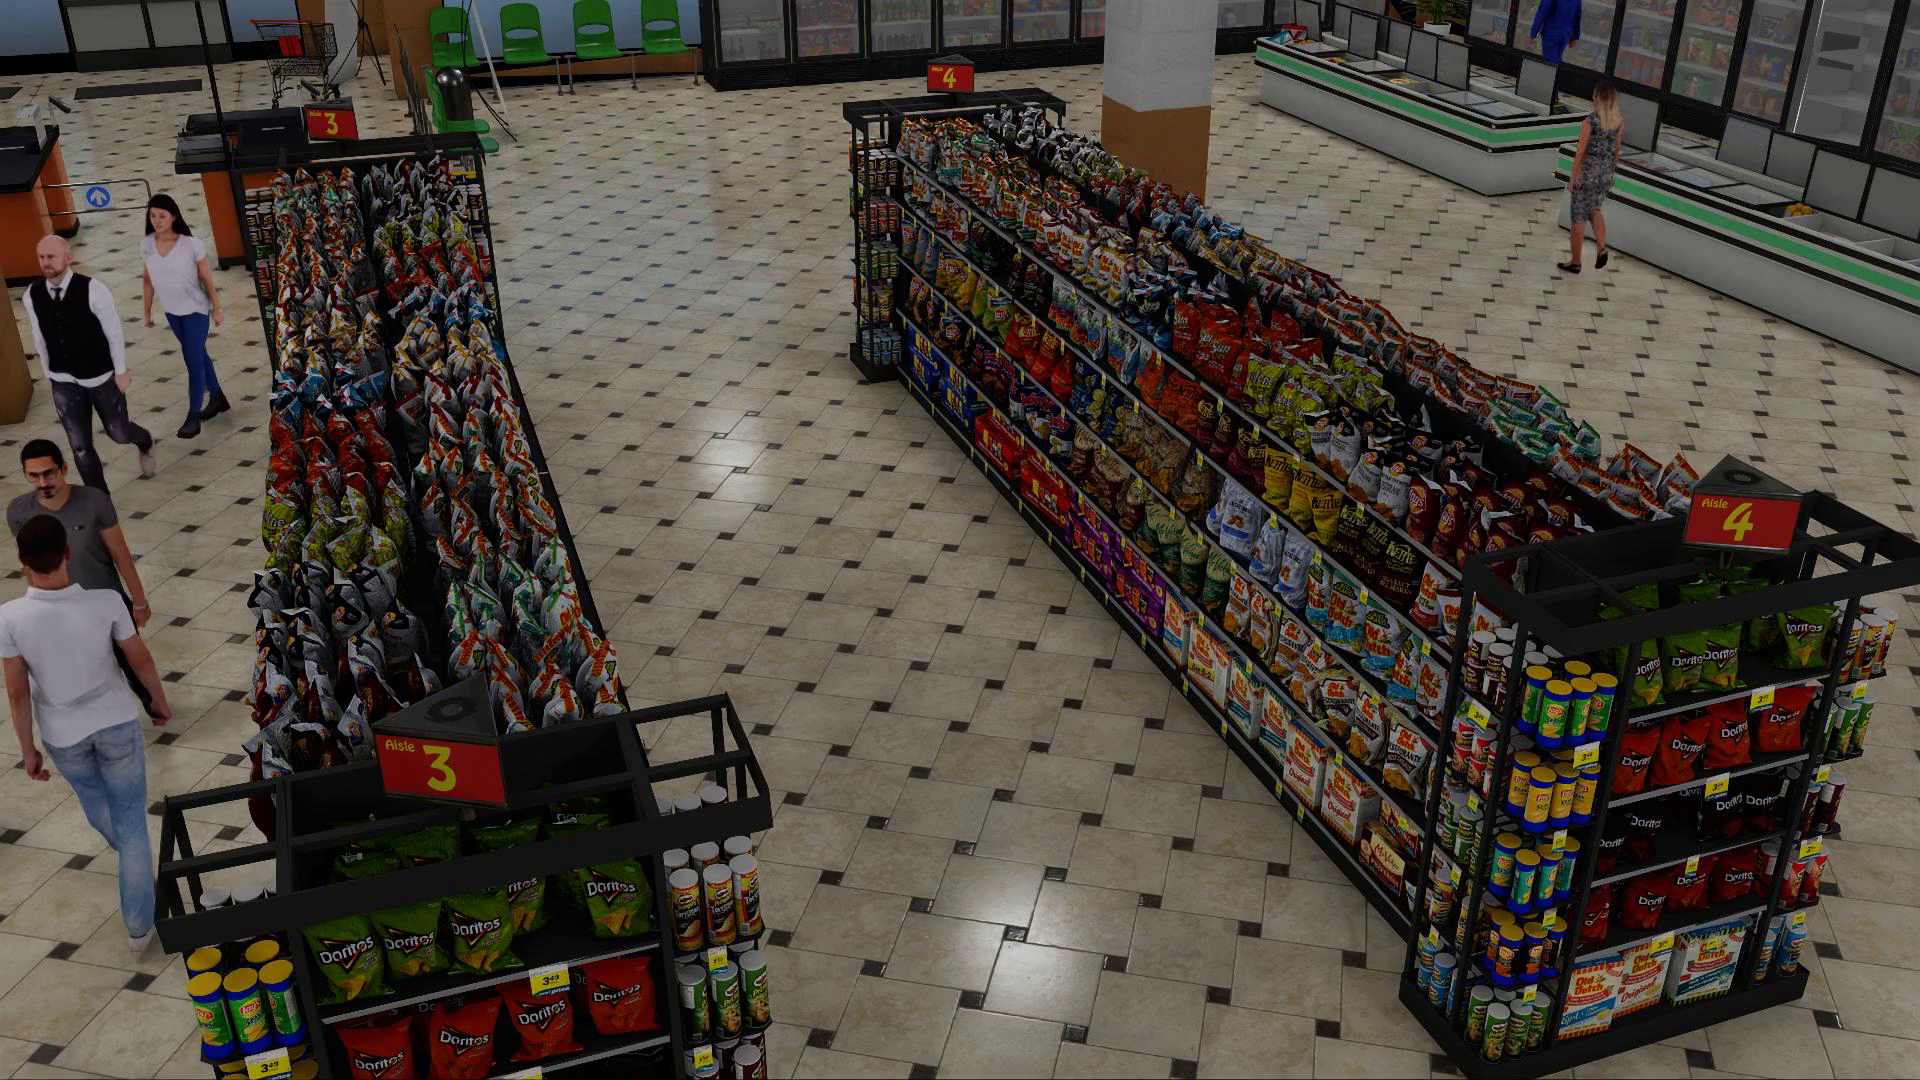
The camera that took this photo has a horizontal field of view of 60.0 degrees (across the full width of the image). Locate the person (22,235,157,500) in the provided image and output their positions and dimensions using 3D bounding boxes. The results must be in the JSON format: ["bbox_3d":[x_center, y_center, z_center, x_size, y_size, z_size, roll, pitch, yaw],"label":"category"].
[{"bbox_3d":[-5.332,-1.006,10.247,0.892,1.800,1.128,-1,27,-1],"label":"person"}]

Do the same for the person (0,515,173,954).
[{"bbox_3d":[-3.462,0.825,6.641,0.704,1.795,1.169,-10,29,-20],"label":"person"}]

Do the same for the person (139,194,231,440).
[{"bbox_3d":[-5.307,-1.581,11.544,0.925,1.653,1.068,5,27,10],"label":"person"}]

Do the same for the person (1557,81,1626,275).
[{"bbox_3d":[5.591,-3.124,14.546,0.611,1.689,0.738,-7,28,-13],"label":"person"}]

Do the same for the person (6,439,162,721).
[{"bbox_3d":[-4.095,0.273,7.808,0.665,1.724,1.145,-11,29,-20],"label":"person"}]

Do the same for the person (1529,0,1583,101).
[{"bbox_3d":[7.361,-6.145,20.375,0.750,1.805,0.872,-12,29,-22],"label":"person"}]
